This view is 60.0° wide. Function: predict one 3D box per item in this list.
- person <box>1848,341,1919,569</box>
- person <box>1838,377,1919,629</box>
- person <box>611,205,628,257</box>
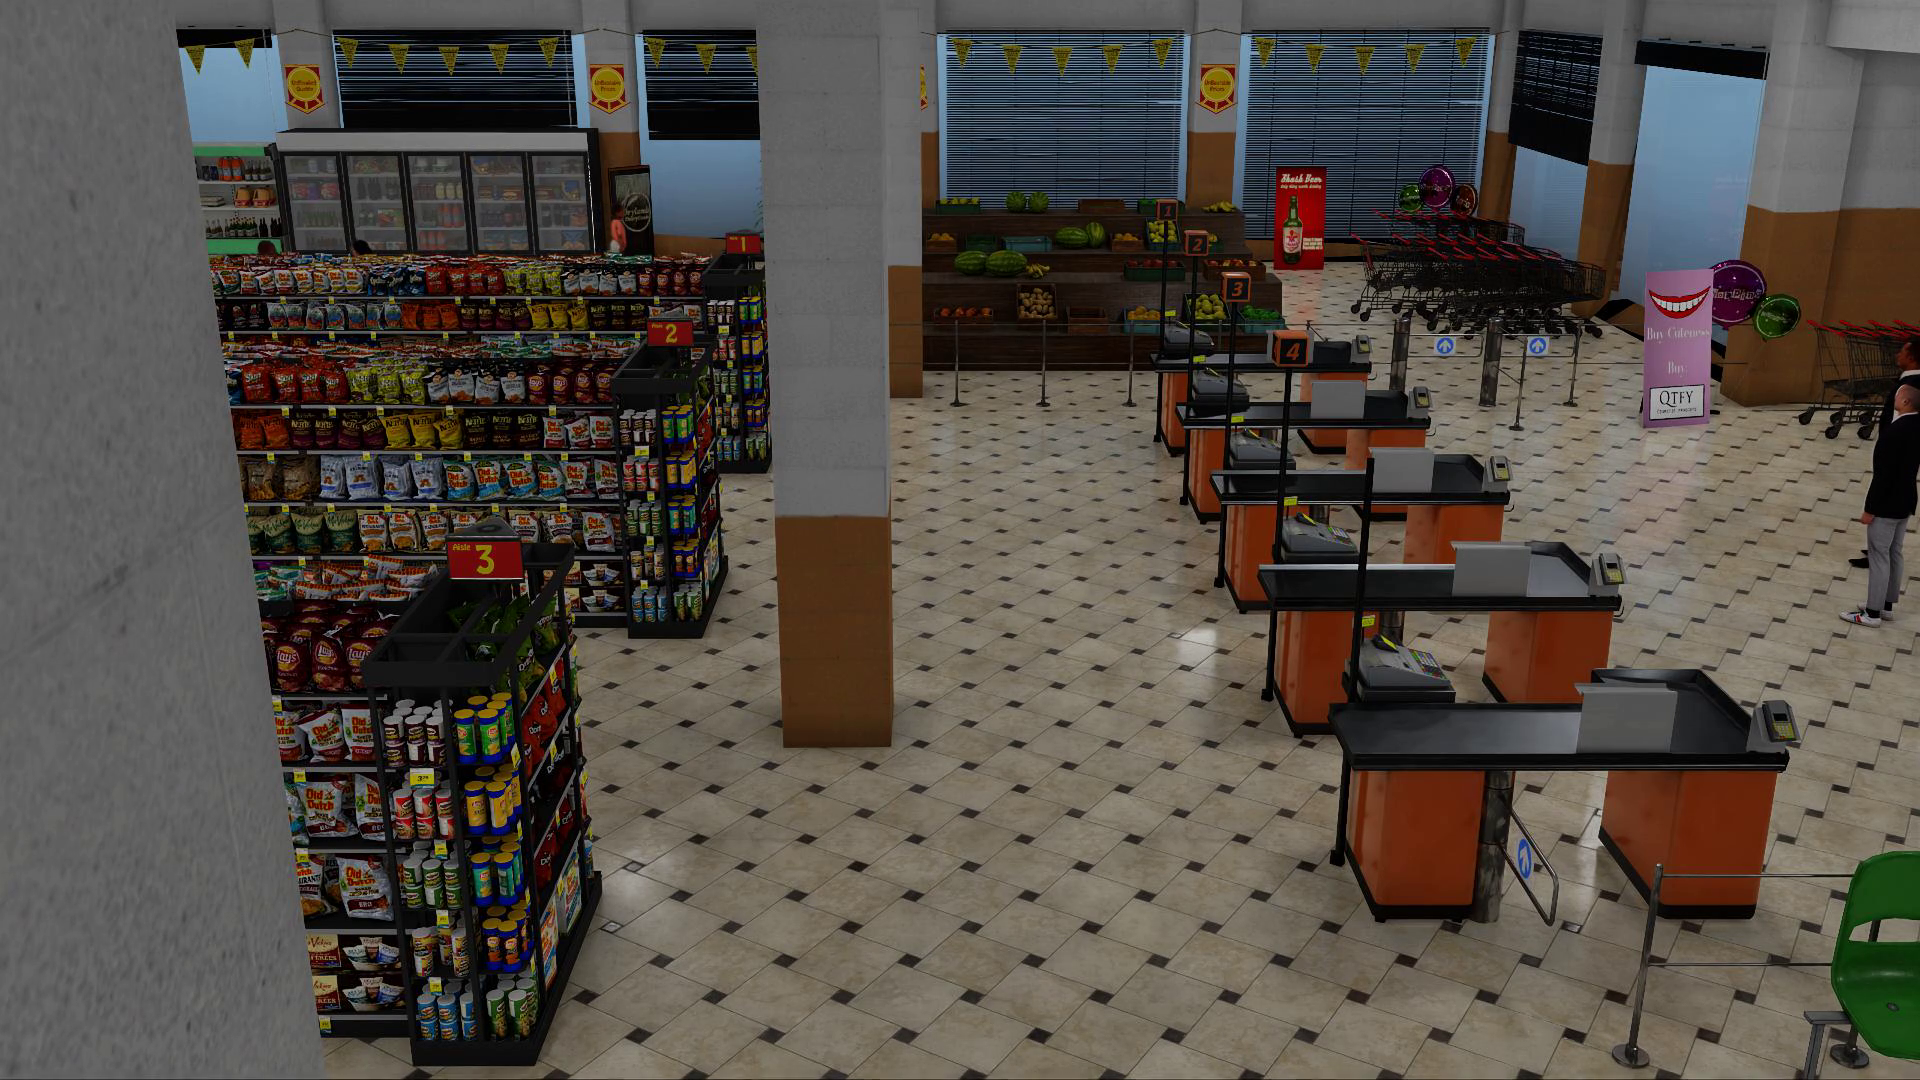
[{"bbox_3d":[7.750,-0.700,13.718,0.824,1.919,0.768,17,25,41],"label":"person"},{"bbox_3d":[7.018,-0.306,12.500,0.761,1.950,0.856,-14,23,-35],"label":"person"},{"bbox_3d":[-5.449,-4.673,26.454,0.567,1.309,0.541,-8,20,-23],"label":"person"}]
